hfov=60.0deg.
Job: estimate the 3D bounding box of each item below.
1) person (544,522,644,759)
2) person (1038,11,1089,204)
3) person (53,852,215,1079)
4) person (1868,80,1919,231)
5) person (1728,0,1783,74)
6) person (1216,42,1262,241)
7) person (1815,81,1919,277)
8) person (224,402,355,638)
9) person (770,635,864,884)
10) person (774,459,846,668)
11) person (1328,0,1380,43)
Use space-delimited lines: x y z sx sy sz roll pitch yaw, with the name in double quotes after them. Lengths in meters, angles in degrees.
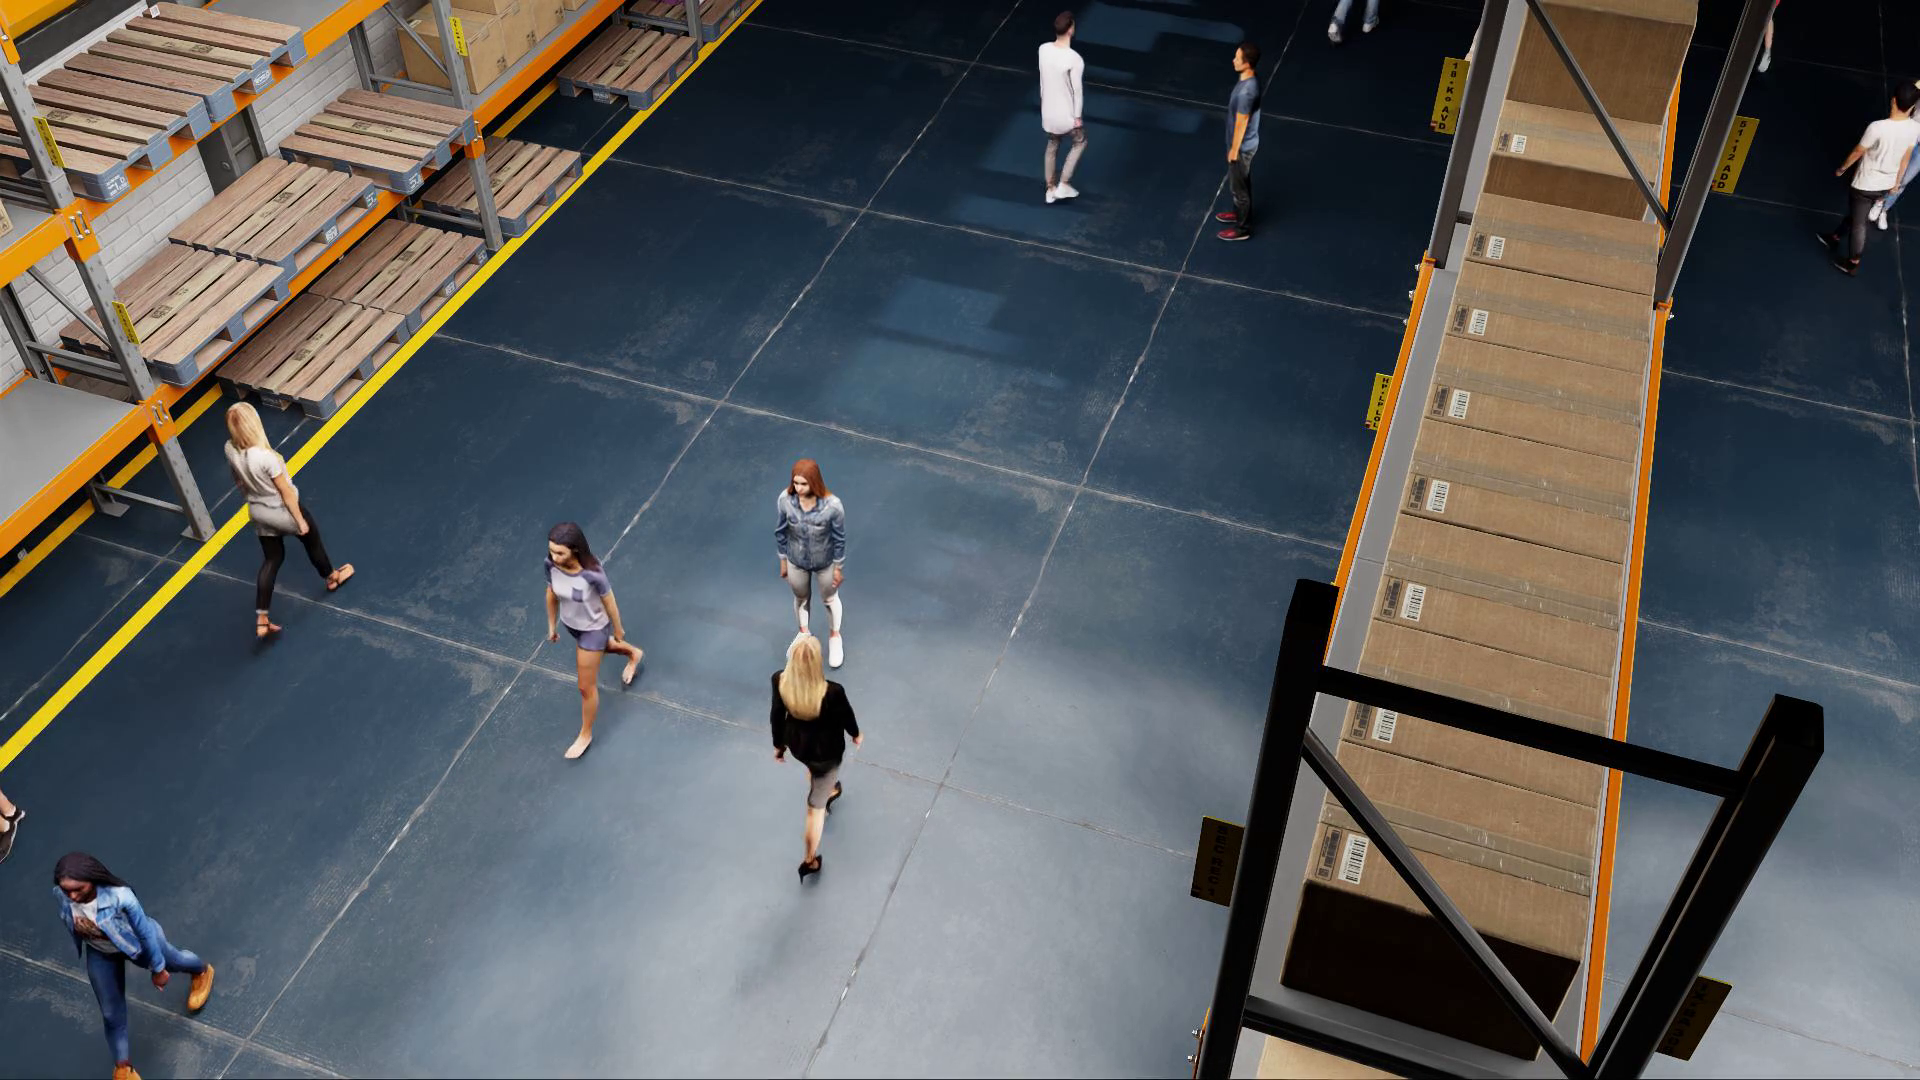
-2.282 0.488 10.416 0.683 1.687 1.171 20 47 19 "person"
0.855 -3.806 14.818 0.780 1.832 0.752 32 52 29 "person"
-4.311 2.094 8.750 0.857 1.659 1.255 4 44 4 "person"
8.414 -3.545 14.632 0.664 1.711 0.645 11 45 11 "person"
8.159 -5.541 16.697 0.810 1.751 1.088 -1 44 -1 "person"
2.471 -3.477 14.493 0.750 1.804 0.570 6 44 6 "person"
7.774 -3.006 14.079 0.887 1.693 0.986 -11 45 -11 "person"
-4.562 -0.108 10.963 0.653 1.795 1.127 11 45 11 "person"
-0.861 1.304 9.470 0.603 1.810 0.952 15 46 16 "person"
-0.954 0.125 10.785 0.648 1.703 0.581 7 44 7 "person"
4.173 -5.993 17.146 0.879 1.786 1.225 27 50 26 "person"
